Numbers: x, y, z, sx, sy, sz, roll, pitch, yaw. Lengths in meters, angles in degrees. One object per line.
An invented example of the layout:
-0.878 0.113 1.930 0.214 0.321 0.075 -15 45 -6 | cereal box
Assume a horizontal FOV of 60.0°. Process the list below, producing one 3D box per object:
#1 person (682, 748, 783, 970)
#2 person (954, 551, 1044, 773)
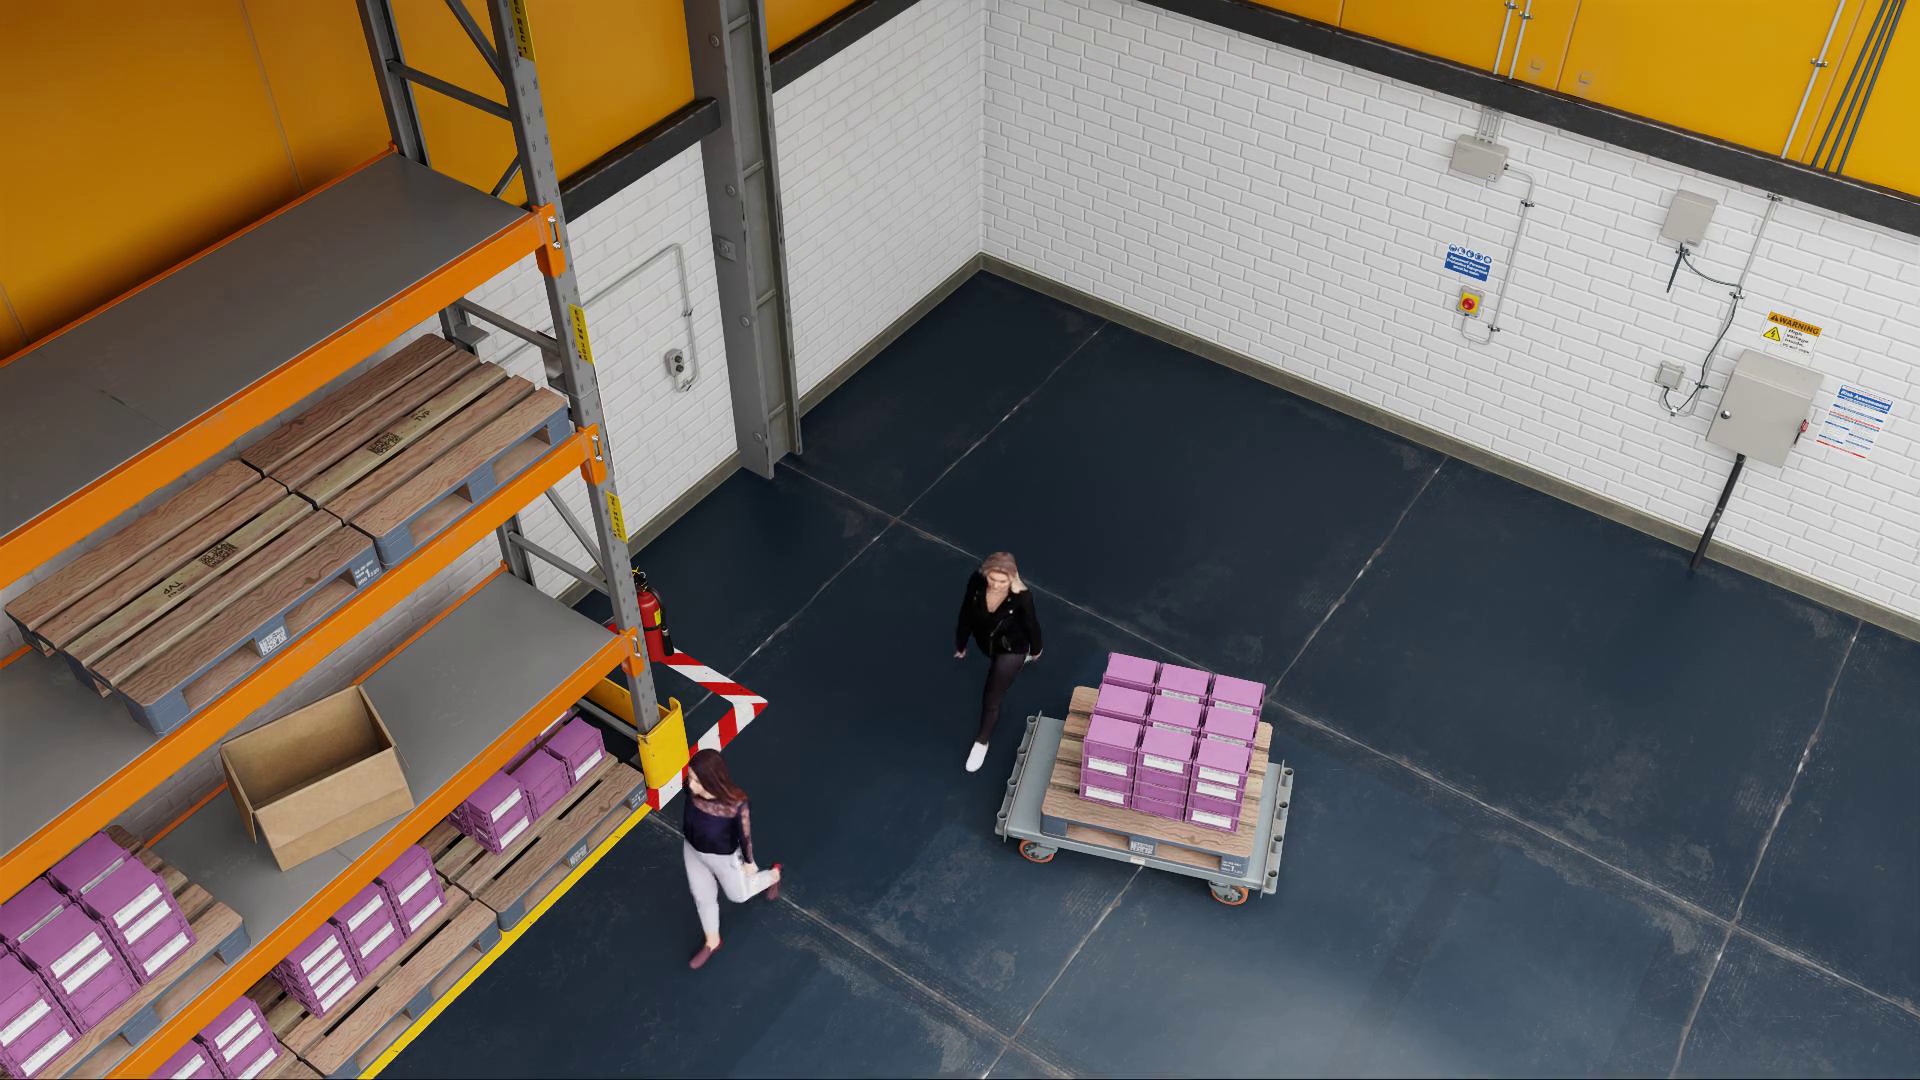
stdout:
-1.272 1.661 9.017 0.584 1.591 0.933 26 49 25 | person
0.285 0.589 10.111 0.681 1.635 1.219 25 49 24 | person
